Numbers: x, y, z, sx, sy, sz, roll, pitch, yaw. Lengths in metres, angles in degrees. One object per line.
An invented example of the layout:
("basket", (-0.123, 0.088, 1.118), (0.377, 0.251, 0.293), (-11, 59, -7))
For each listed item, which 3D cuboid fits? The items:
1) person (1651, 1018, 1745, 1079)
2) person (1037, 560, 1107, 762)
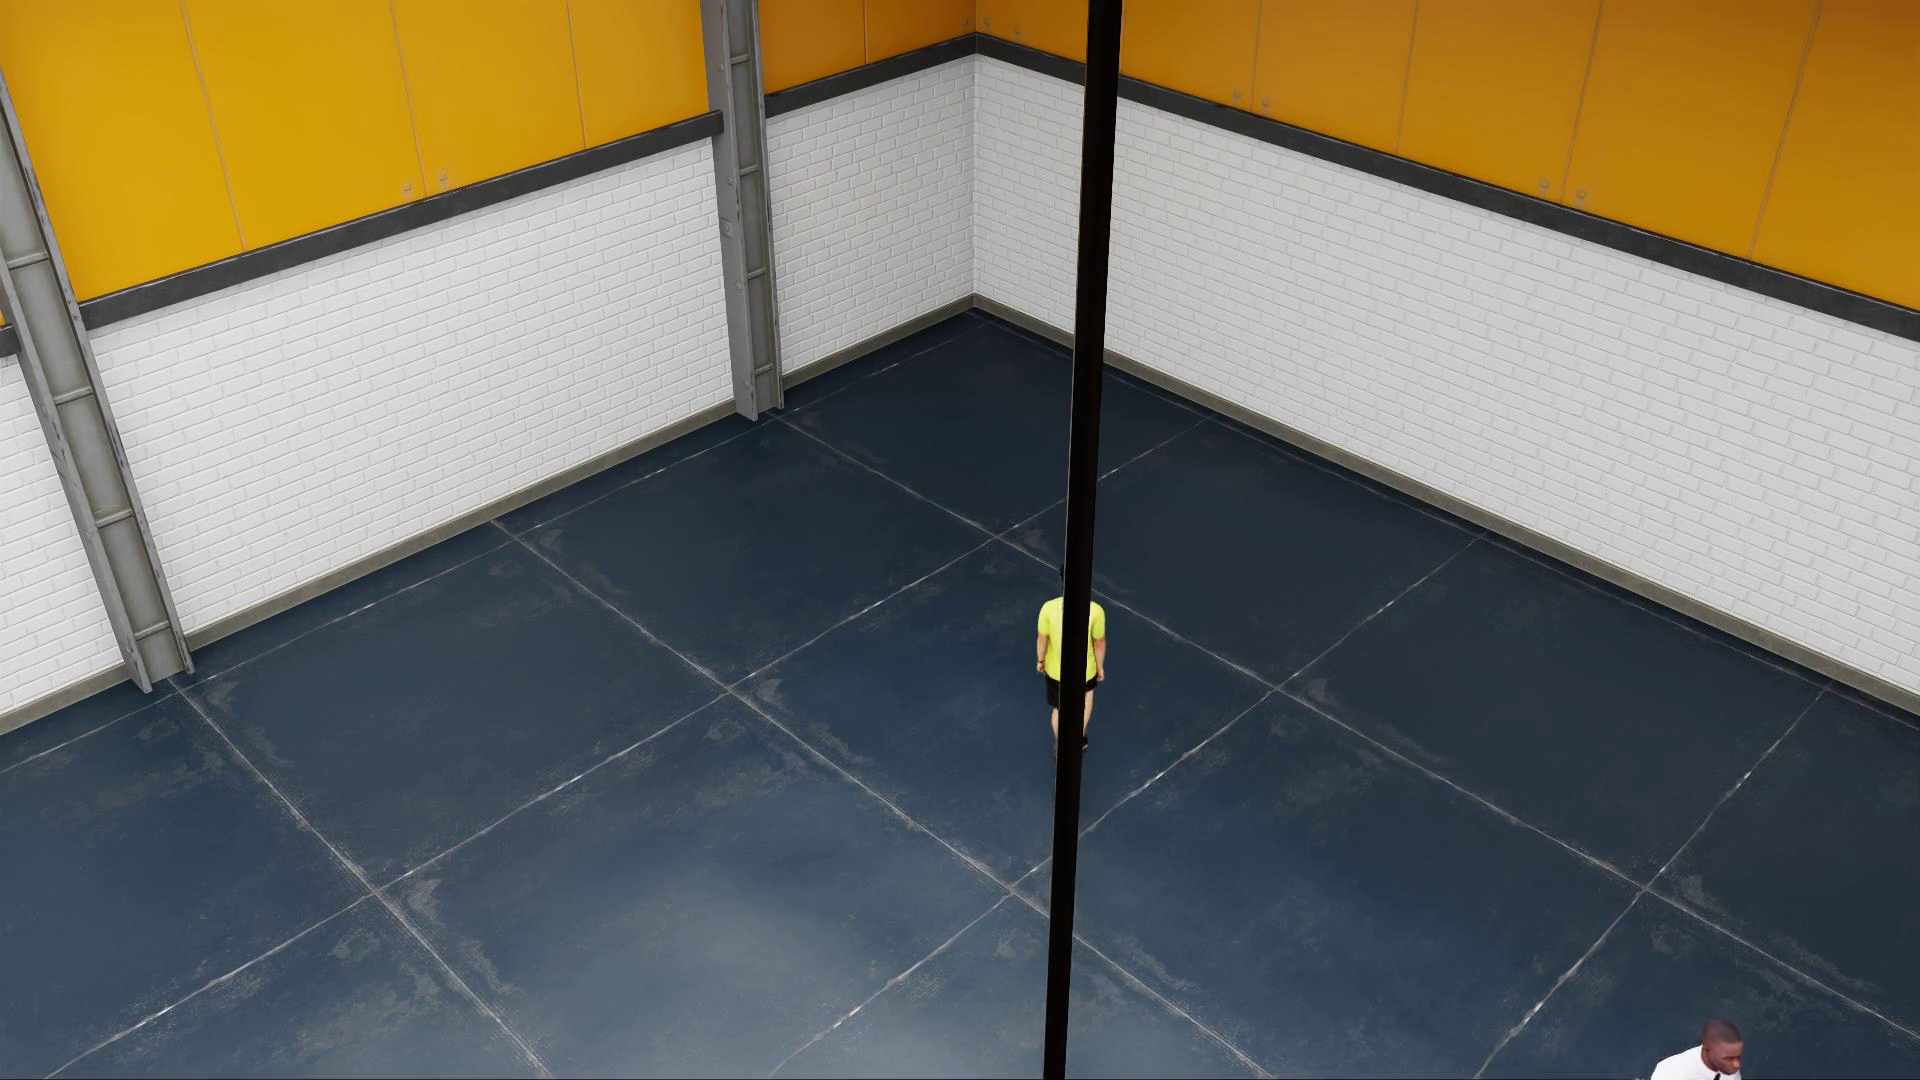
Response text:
("person", (3.572, 2.981, 8.467), (1.262, 1.778, 0.979), (-16, 37, -23))
("person", (0.780, 0.907, 11.655), (0.769, 1.704, 0.817), (3, 34, 5))
